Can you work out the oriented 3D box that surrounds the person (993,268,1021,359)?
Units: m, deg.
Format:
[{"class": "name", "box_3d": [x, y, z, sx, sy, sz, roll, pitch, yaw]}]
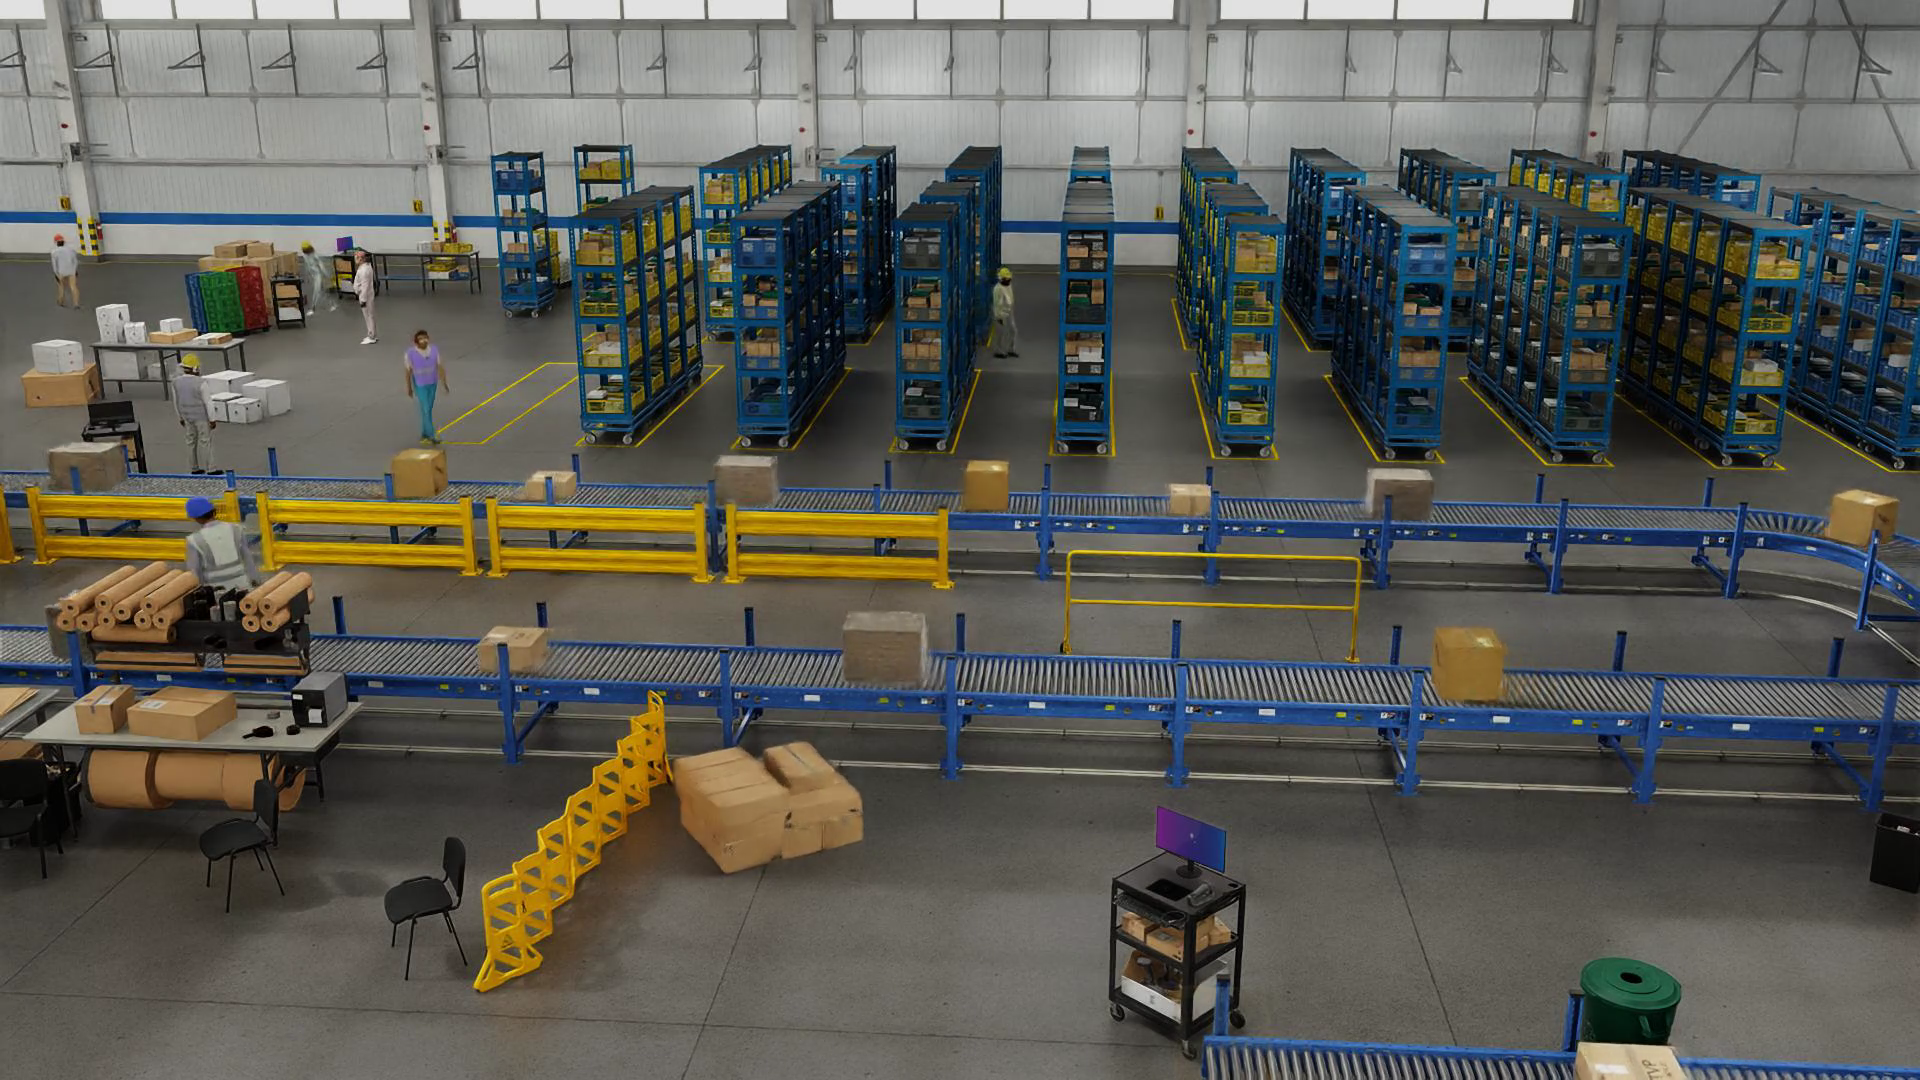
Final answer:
[{"class": "person", "box_3d": [0.939, -4.438, 32.688, 0.672, 1.804, 0.619, 10, 20, 29]}]

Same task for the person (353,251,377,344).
[{"class": "person", "box_3d": [-12.284, -5.010, 34.338, 0.411, 1.908, 0.643, -3, 18, -11]}]

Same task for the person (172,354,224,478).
[{"class": "person", "box_3d": [-11.146, -1.810, 24.306, 0.600, 1.830, 0.403, 4, 18, 12]}]

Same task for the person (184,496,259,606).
[{"class": "person", "box_3d": [-7.523, 0.468, 16.960, 0.564, 1.900, 0.630, 13, 22, 36]}]

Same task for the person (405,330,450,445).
[{"class": "person", "box_3d": [-8.379, -2.411, 26.265, 0.951, 1.800, 0.574, 16, 23, 41]}]

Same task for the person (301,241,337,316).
[{"class": "person", "box_3d": [-14.579, -5.990, 37.828, 0.515, 1.676, 0.912, 12, 21, 33]}]

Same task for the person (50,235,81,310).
[{"class": "person", "box_3d": [-20.658, -6.187, 38.409, 0.579, 1.700, 0.912, -16, 23, -41]}]
